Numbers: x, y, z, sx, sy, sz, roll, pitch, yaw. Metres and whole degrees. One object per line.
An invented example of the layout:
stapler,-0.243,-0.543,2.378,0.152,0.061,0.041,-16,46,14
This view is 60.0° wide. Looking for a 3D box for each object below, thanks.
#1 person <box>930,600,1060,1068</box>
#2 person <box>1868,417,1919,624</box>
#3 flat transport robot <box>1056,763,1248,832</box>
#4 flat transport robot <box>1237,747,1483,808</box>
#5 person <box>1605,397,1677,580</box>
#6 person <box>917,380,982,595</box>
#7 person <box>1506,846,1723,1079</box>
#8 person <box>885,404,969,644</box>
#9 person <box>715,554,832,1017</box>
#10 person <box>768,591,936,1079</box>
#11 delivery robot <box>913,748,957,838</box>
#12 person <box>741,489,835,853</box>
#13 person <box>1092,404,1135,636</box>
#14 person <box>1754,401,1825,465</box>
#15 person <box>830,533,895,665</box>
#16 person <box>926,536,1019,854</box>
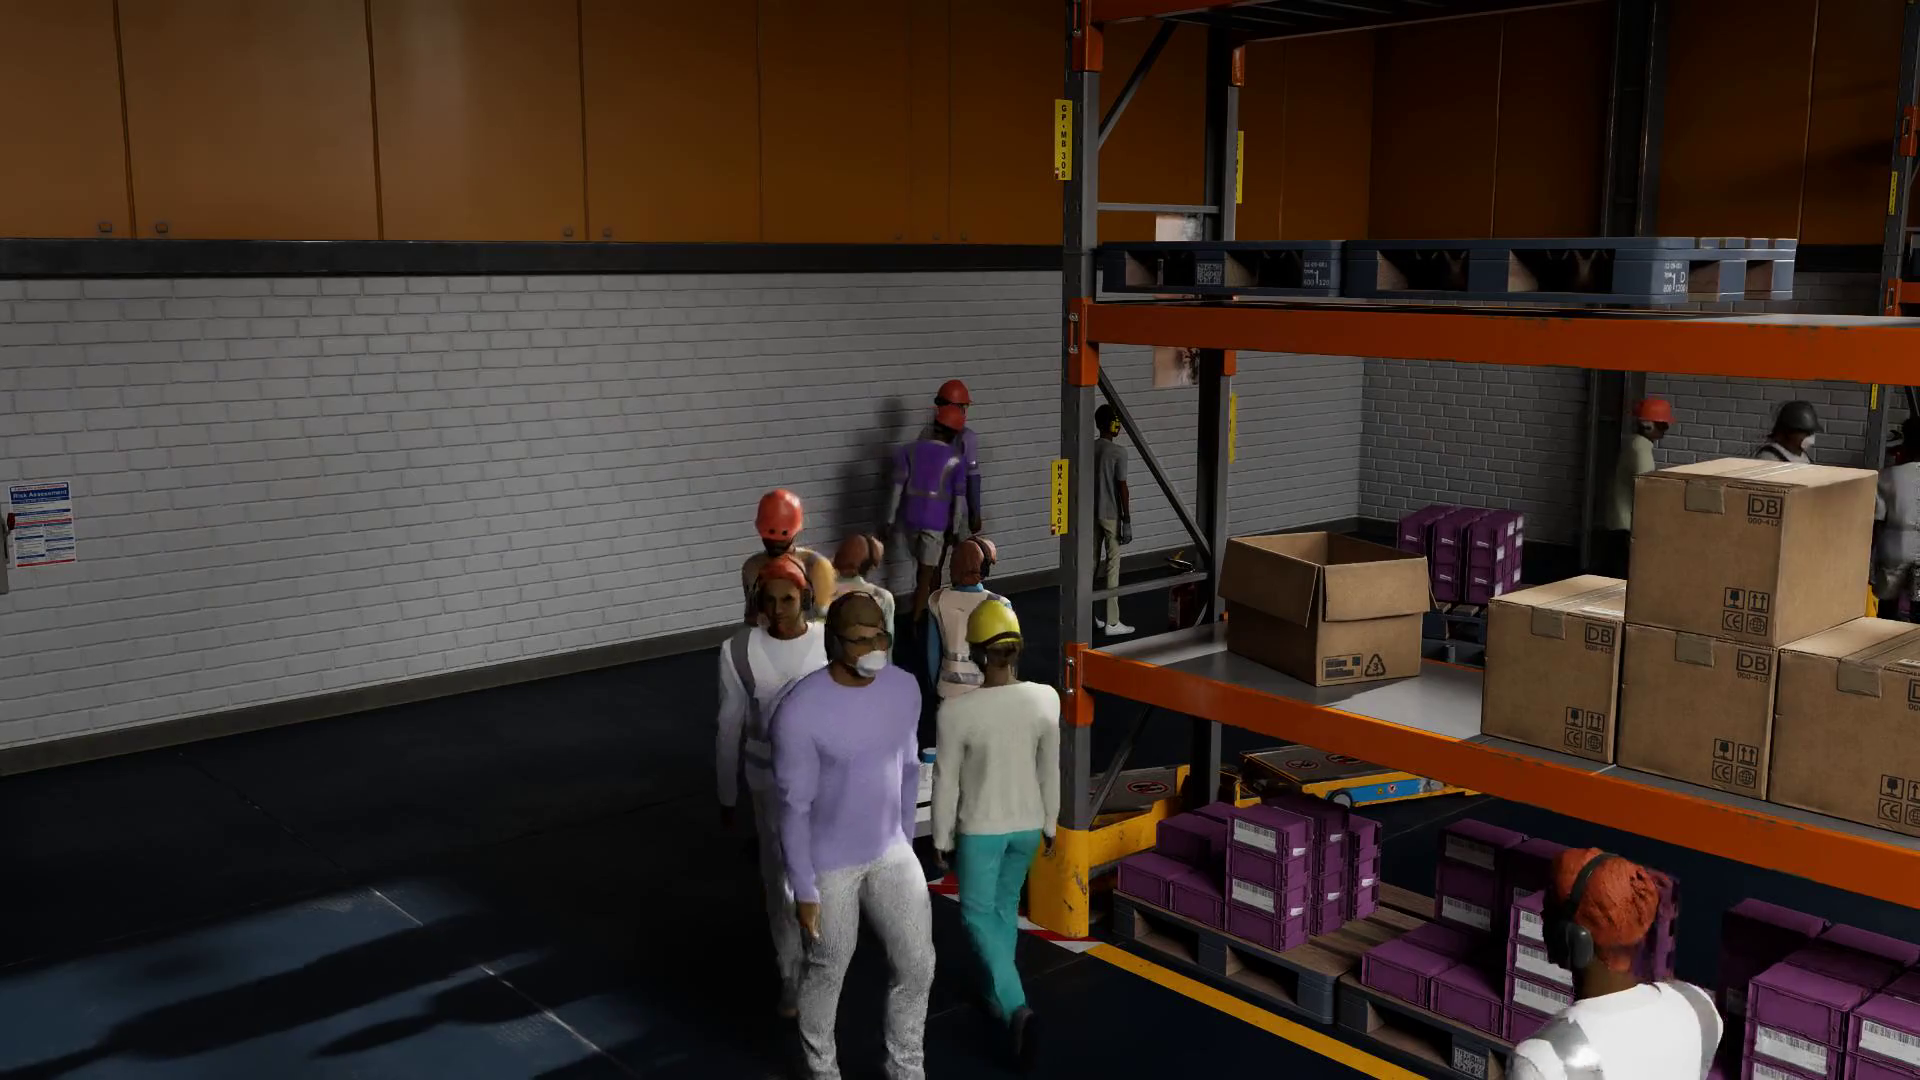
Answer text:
person,0.168,1.102,6.336,0.526,1.737,0.741,-4,11,-24
person,6.683,0.103,11.695,0.616,1.939,0.910,5,11,25
flat transport robot,0.919,1.411,8.792,1.431,0.197,0.652,-3,10,-18
flat transport robot,2.231,1.312,9.369,1.431,0.197,0.652,-4,10,-22
person,5.228,-0.109,12.712,0.692,1.965,0.603,4,10,21
person,-0.061,-0.275,13.482,0.606,2.044,0.373,8,12,39
person,1.336,1.542,3.484,0.572,1.839,1.002,-4,11,-24
person,-0.222,-0.147,13.243,0.620,1.869,0.822,4,11,23
person,-0.669,0.975,6.650,0.614,1.871,0.432,0,10,0
person,-0.304,1.128,5.655,0.647,1.912,0.770,-8,12,-39
delivery robot,-0.141,1.292,8.385,0.707,0.478,0.477,-6,11,-31
person,-0.866,0.678,8.296,0.556,1.903,0.459,6,11,31
person,1.171,-0.169,13.370,0.538,1.869,0.313,9,13,44
person,5.903,-0.019,11.989,0.693,2.000,0.637,-7,12,-36
person,-0.606,0.753,8.745,0.526,1.604,0.701,0,10,1
person,0.062,0.799,8.373,0.513,1.641,0.309,6,11,30
